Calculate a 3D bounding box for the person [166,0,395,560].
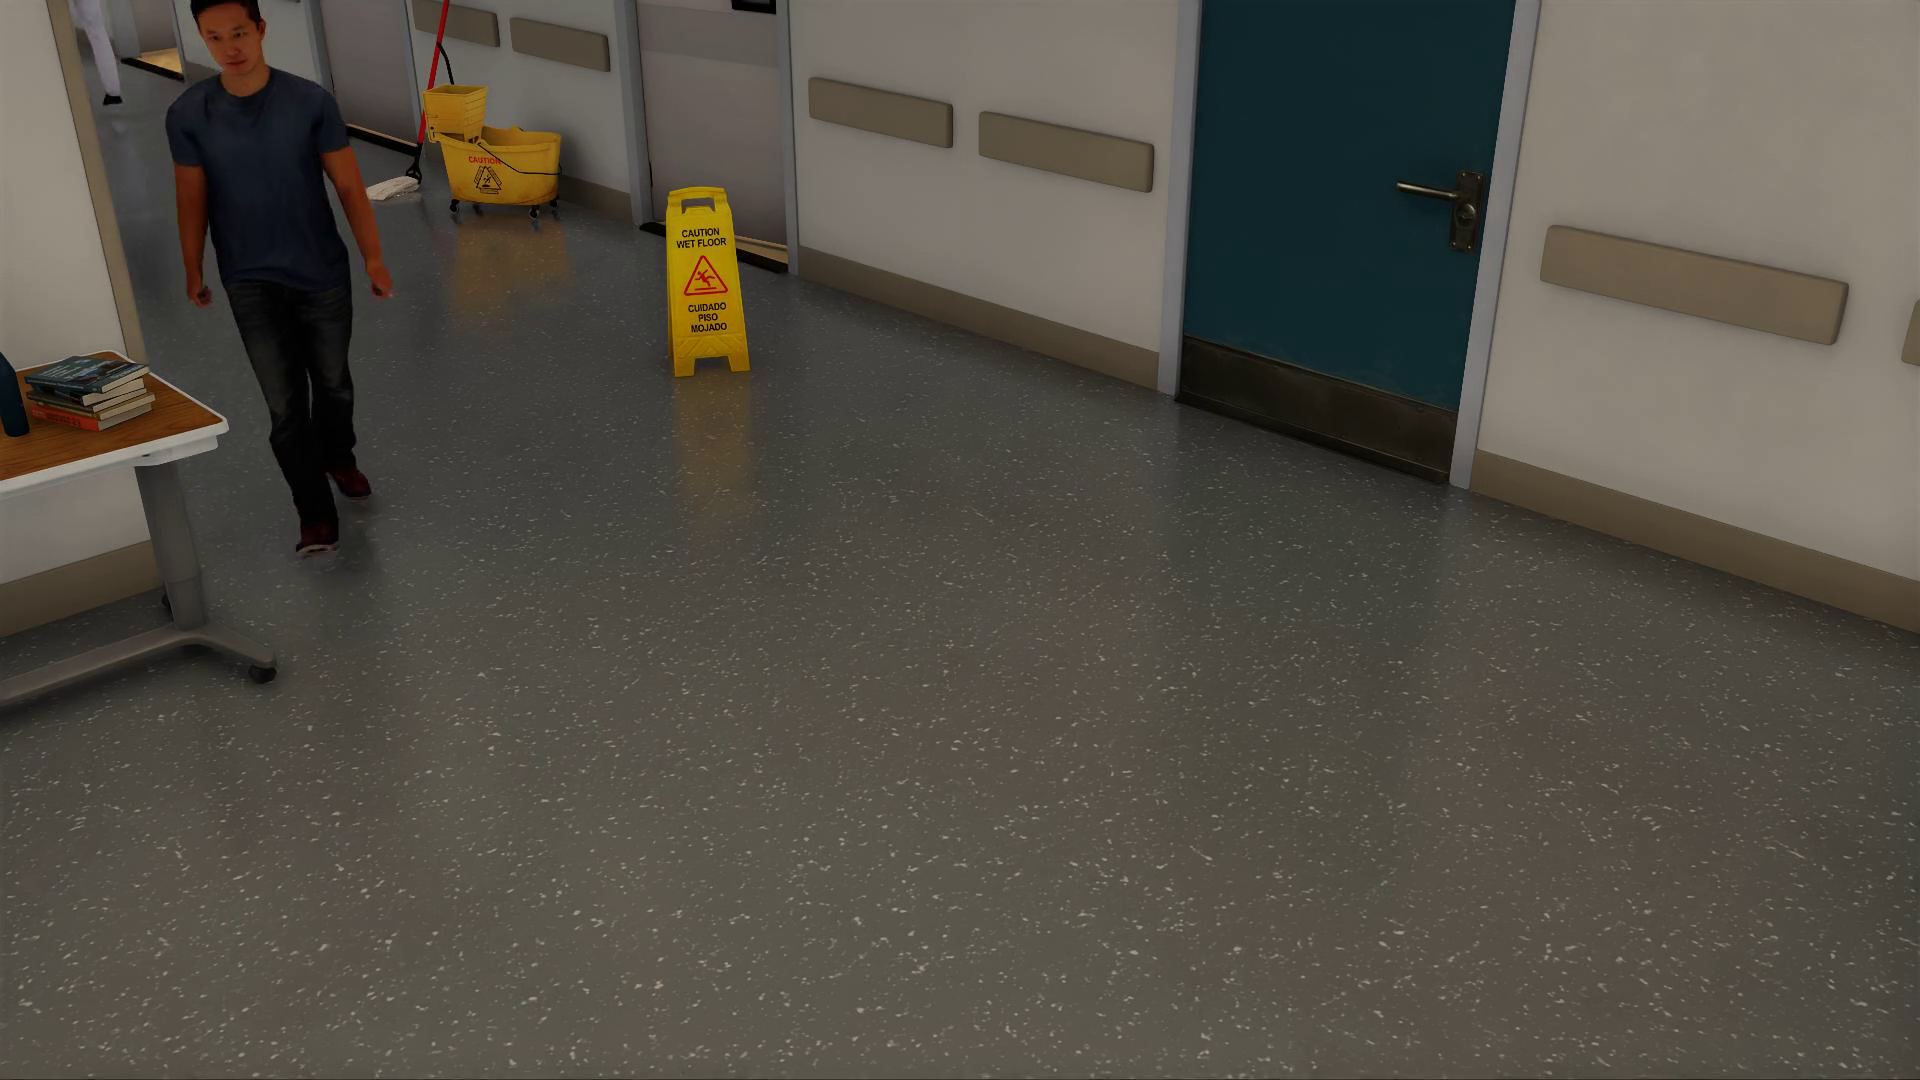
[{"bbox_3d":[-2.161,-0.863,5.326,1.017,1.755,1.240,-12,28,-23],"label":"person"}]
